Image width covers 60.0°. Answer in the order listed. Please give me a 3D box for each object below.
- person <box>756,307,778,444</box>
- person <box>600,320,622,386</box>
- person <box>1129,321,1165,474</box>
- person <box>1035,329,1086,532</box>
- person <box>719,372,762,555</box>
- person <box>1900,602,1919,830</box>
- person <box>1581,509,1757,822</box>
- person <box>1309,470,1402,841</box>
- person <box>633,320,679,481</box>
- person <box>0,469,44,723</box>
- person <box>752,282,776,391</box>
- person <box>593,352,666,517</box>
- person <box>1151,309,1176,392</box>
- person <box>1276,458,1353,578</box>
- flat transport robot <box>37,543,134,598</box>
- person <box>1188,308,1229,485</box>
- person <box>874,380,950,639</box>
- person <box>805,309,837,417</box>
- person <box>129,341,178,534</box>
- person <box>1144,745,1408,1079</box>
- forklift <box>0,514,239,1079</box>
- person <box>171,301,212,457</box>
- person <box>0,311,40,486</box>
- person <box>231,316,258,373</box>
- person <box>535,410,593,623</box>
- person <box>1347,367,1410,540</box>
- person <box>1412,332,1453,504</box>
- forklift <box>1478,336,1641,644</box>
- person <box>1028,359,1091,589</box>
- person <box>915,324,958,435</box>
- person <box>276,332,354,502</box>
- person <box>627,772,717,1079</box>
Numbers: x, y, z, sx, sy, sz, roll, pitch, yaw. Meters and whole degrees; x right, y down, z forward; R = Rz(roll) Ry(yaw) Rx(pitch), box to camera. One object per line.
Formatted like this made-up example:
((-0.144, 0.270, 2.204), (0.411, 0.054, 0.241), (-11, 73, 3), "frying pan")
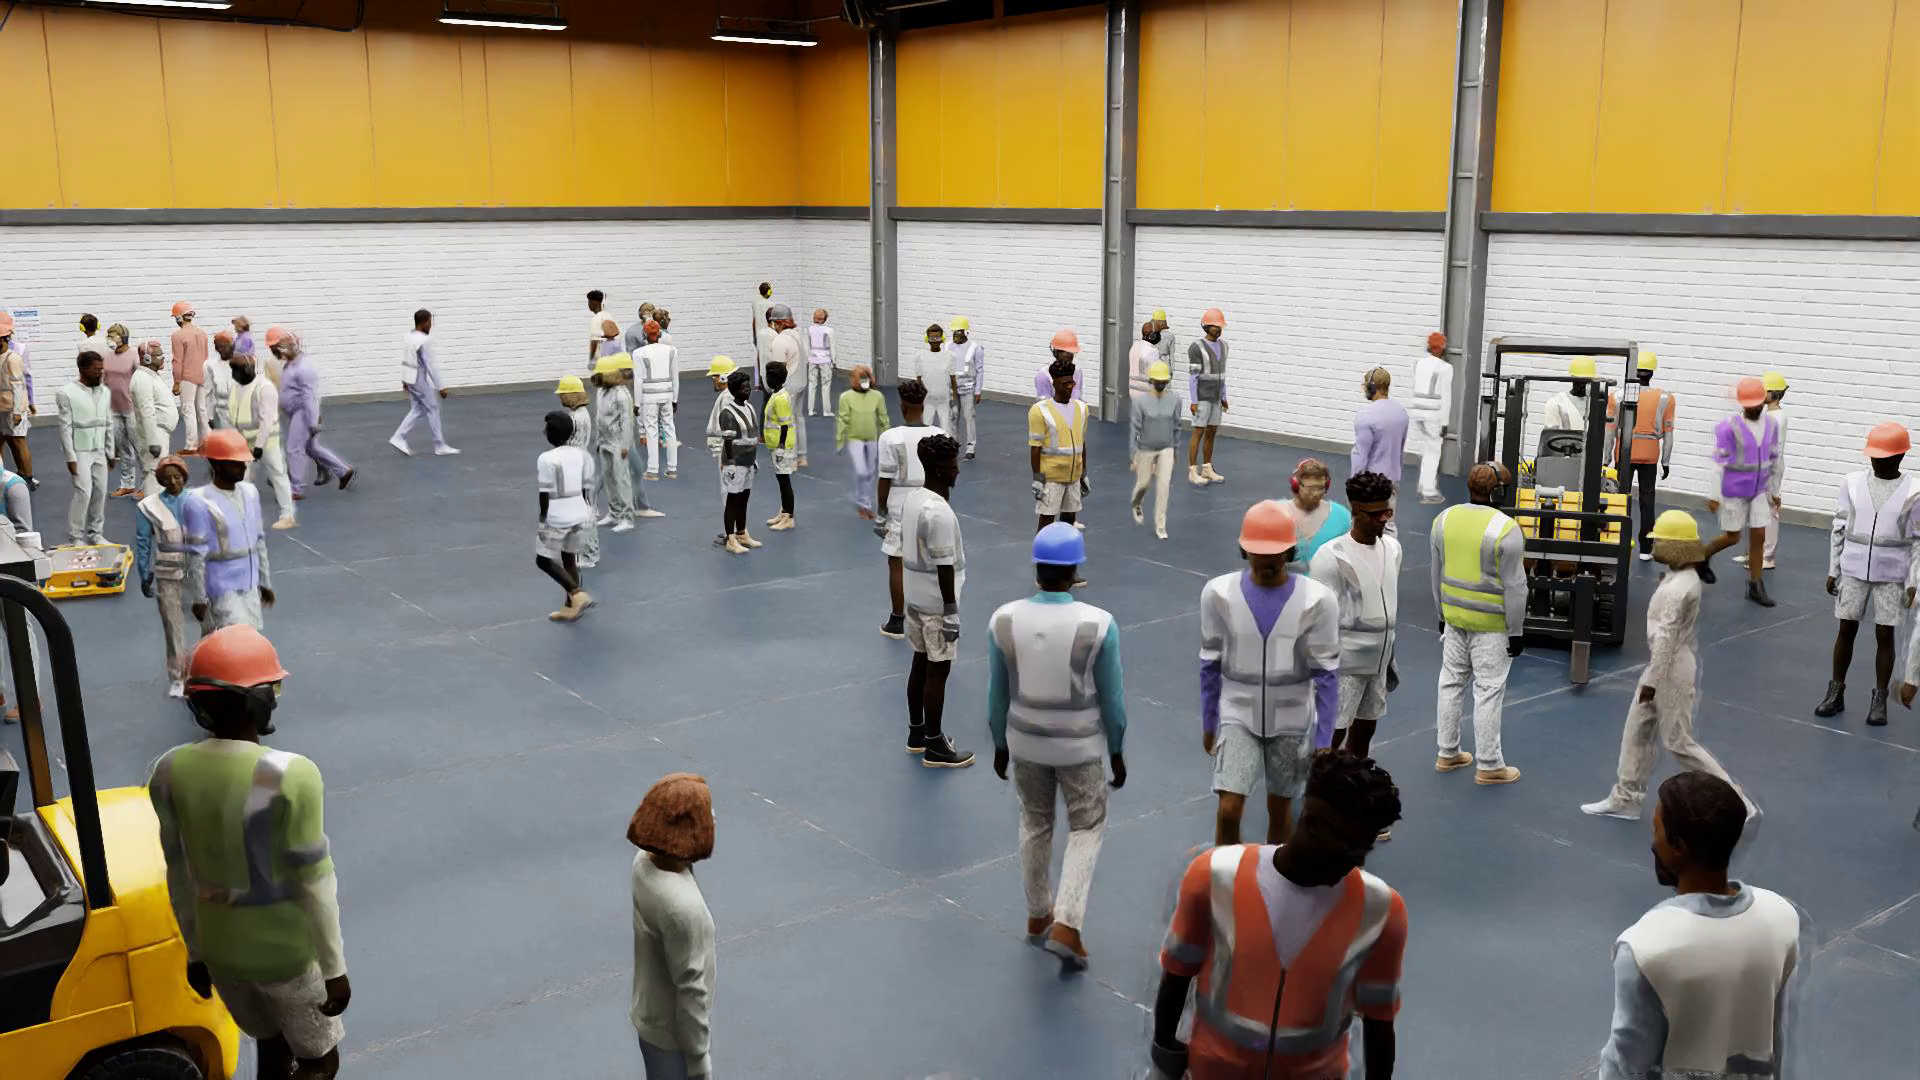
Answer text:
((-2.513, -2.181, 22.230), (0.529, 1.858, 0.332), (10, 16, 41), "person")
((-4.799, -2.207, 22.882), (0.279, 1.634, 0.499), (-9, 14, -36), "person")
((2.256, -1.710, 20.001), (0.430, 1.840, 0.633), (-4, 12, -18), "person")
((1.015, -1.060, 16.387), (0.613, 2.033, 0.411), (-11, 16, -42), "person")
((-2.055, -0.726, 15.574), (0.319, 1.697, 0.532), (4, 12, 19), "person")
((5.069, 0.682, 8.307), (0.591, 1.888, 0.679), (-2, 12, -10), "person")
((3.765, 0.693, 8.675), (0.781, 1.715, 0.489), (4, 13, 21), "person")
((2.023, 0.609, 8.476), (0.612, 1.963, 0.361), (-9, 14, -36), "person")
((-3.564, -1.638, 19.524), (0.573, 1.886, 0.357), (-8, 14, -35), "person")
((-6.141, 0.189, 10.545), (0.605, 1.948, 0.384), (3, 12, 14), "person")
((-3.335, -3.473, 28.464), (0.506, 1.861, 0.328), (6, 13, 26), "person")
((-3.550, -1.079, 17.207), (0.855, 1.734, 0.532), (-2, 12, -10), "person")
((2.791, -2.382, 23.460), (0.492, 1.743, 0.295), (-4, 12, -19), "person")
((2.076, 0.343, 10.216), (0.584, 1.795, 0.836), (-1, 12, -3), "person")
((-7.544, 0.245, 14.346), (0.652, 0.197, 1.431), (-5, 13, -22), "flat transport robot")
((2.900, -1.658, 19.239), (0.610, 2.043, 0.397), (-10, 15, -39), "person")
((-0.355, -0.231, 12.564), (0.623, 1.951, 0.379), (-6, 13, -28), "person")
((-2.097, -2.670, 25.126), (0.513, 1.632, 0.313), (5, 13, 24), "person")
((-7.939, -1.015, 16.462), (0.401, 1.910, 0.641), (-4, 12, -19), "person")
((0.818, 1.463, 4.468), (0.702, 1.927, 0.368), (2, 12, 11), "person")
((-3.687, 1.115, 5.480), (2.313, 2.155, 1.214), (-9, 15, -36), "forklift")
((-9.888, -2.065, 21.367), (0.409, 1.981, 0.623), (3, 12, 12), "person")
((-10.804, -1.576, 18.892), (0.436, 2.033, 0.605), (7, 14, 30), "person")
((-10.259, -2.372, 23.714), (0.438, 1.625, 0.537), (-10, 15, -40), "person")
((-3.043, -0.161, 12.866), (0.416, 1.683, 0.559), (6, 13, 25), "person")
((3.450, -0.464, 13.765), (0.631, 1.929, 0.378), (-10, 15, -40), "person")
((5.148, -1.338, 18.152), (0.489, 1.854, 0.598), (-6, 13, -28), "person")
((4.683, -0.471, 13.136), (1.214, 2.155, 2.313), (4, 12, 20), "forklift")
((0.852, -0.554, 14.093), (0.610, 1.965, 0.364), (-8, 14, -35), "person")
((-0.274, -1.578, 19.302), (0.511, 1.862, 0.324), (0, 12, 0), "person")
((-7.136, -1.368, 18.294), (0.826, 1.868, 0.673), (-7, 14, -32), "person")
((-0.856, 1.490, 5.051), (0.274, 1.628, 0.502), (-5, 13, -24), "person")
